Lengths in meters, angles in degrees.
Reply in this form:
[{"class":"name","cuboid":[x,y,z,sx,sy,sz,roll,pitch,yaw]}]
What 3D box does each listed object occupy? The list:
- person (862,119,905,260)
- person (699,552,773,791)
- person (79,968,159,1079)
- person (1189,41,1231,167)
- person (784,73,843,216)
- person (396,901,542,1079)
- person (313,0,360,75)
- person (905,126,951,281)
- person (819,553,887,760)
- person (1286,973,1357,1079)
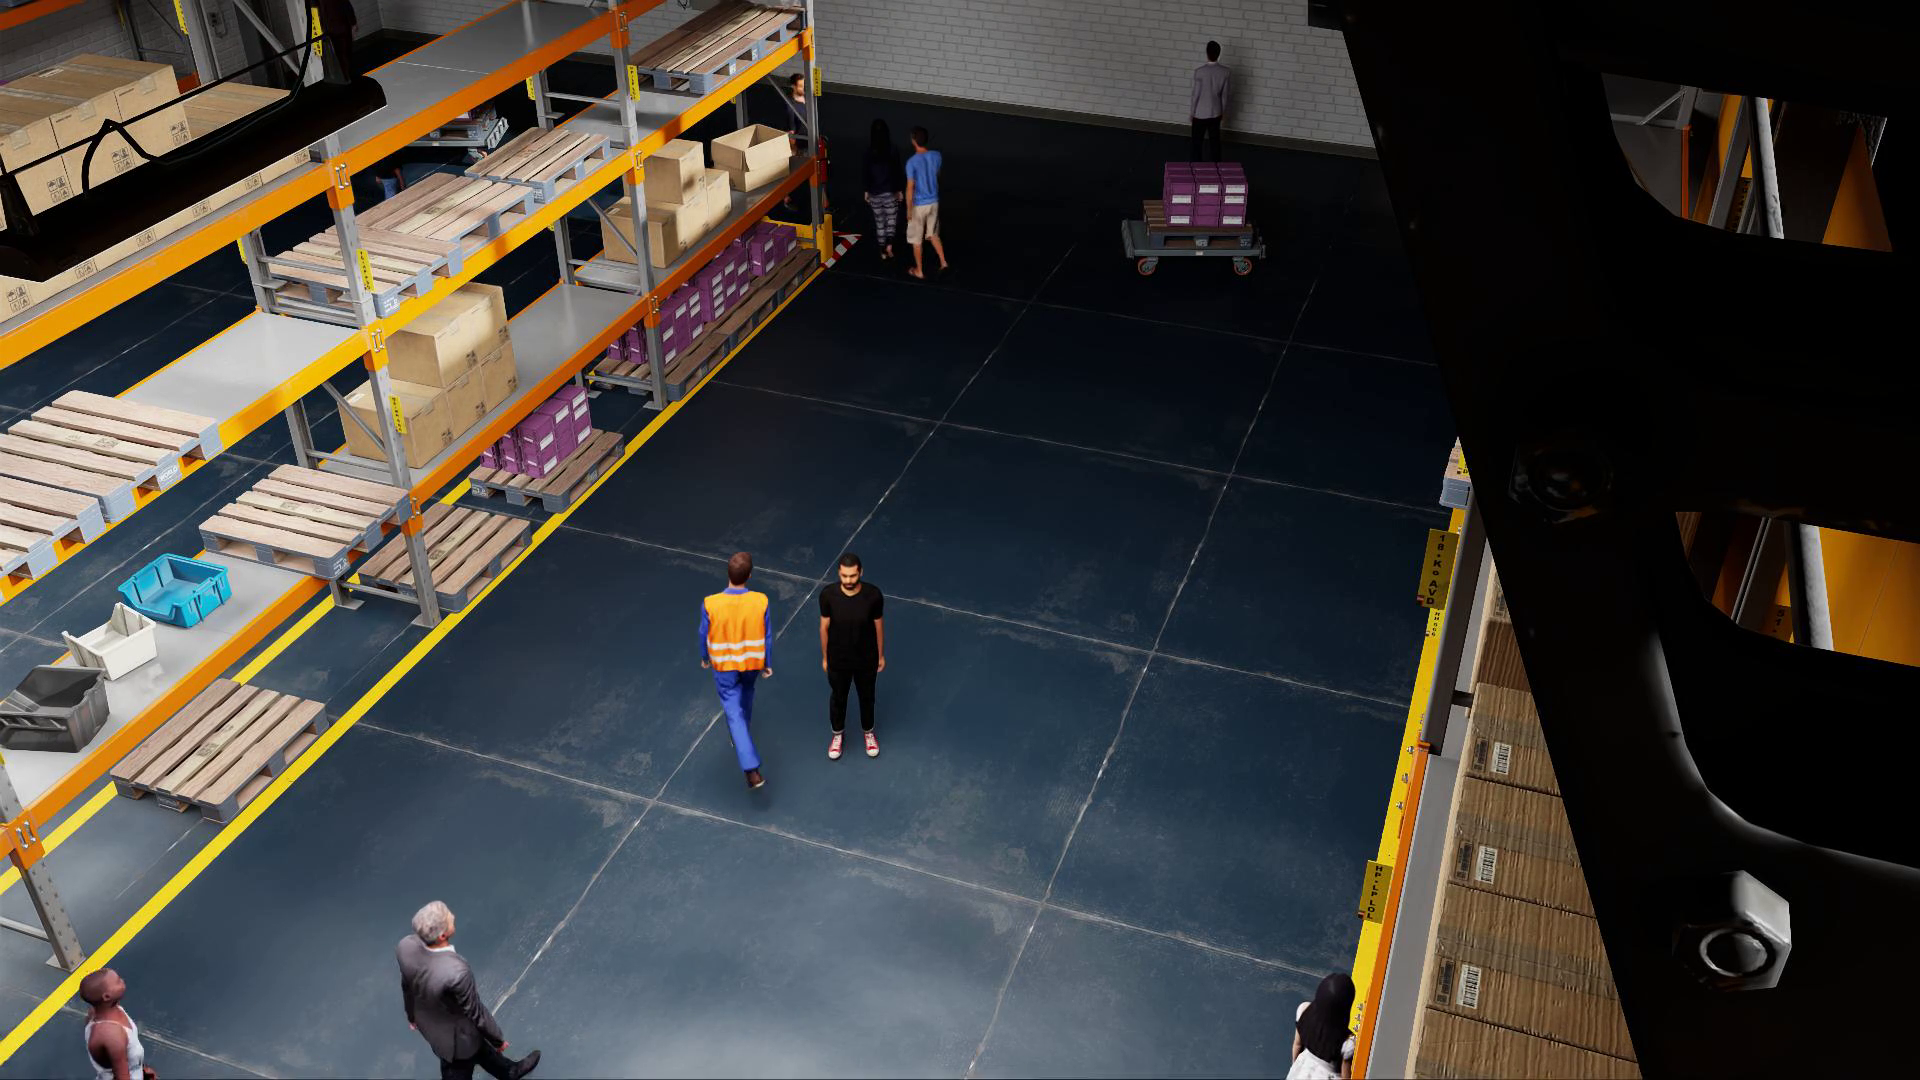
[{"class":"person","cuboid":[-0.905,-4.129,19.776,0.760,1.725,0.812,-4,34,-5]},{"class":"person","cuboid":[-1.597,0.974,12.016,1.149,1.817,1.286,-12,35,-17]},{"class":"person","cuboid":[-4.537,3.078,8.936,1.168,1.723,0.922,-23,40,-30]},{"class":"person","cuboid":[3.268,-5.640,21.938,0.756,1.848,0.783,-9,35,-14]},{"class":"person","cuboid":[-2.074,-4.977,20.974,0.998,1.811,1.171,25,41,32]},{"class":"person","cuboid":[-2.891,2.791,9.308,1.001,1.788,1.303,23,40,30]},{"class":"person","cuboid":[-9.347,-7.643,24.957,0.938,1.842,1.120,-2,34,-3]},{"class":"person","cuboid":[-0.358,-3.856,19.251,0.949,1.852,0.972,-21,39,-29]},{"class":"person","cuboid":[-0.794,0.834,12.280,0.707,1.758,0.700,-2,34,-3]},{"class":"person","cuboid":[1.938,3.007,9.000,0.805,1.769,0.778,-24,40,-31]}]
